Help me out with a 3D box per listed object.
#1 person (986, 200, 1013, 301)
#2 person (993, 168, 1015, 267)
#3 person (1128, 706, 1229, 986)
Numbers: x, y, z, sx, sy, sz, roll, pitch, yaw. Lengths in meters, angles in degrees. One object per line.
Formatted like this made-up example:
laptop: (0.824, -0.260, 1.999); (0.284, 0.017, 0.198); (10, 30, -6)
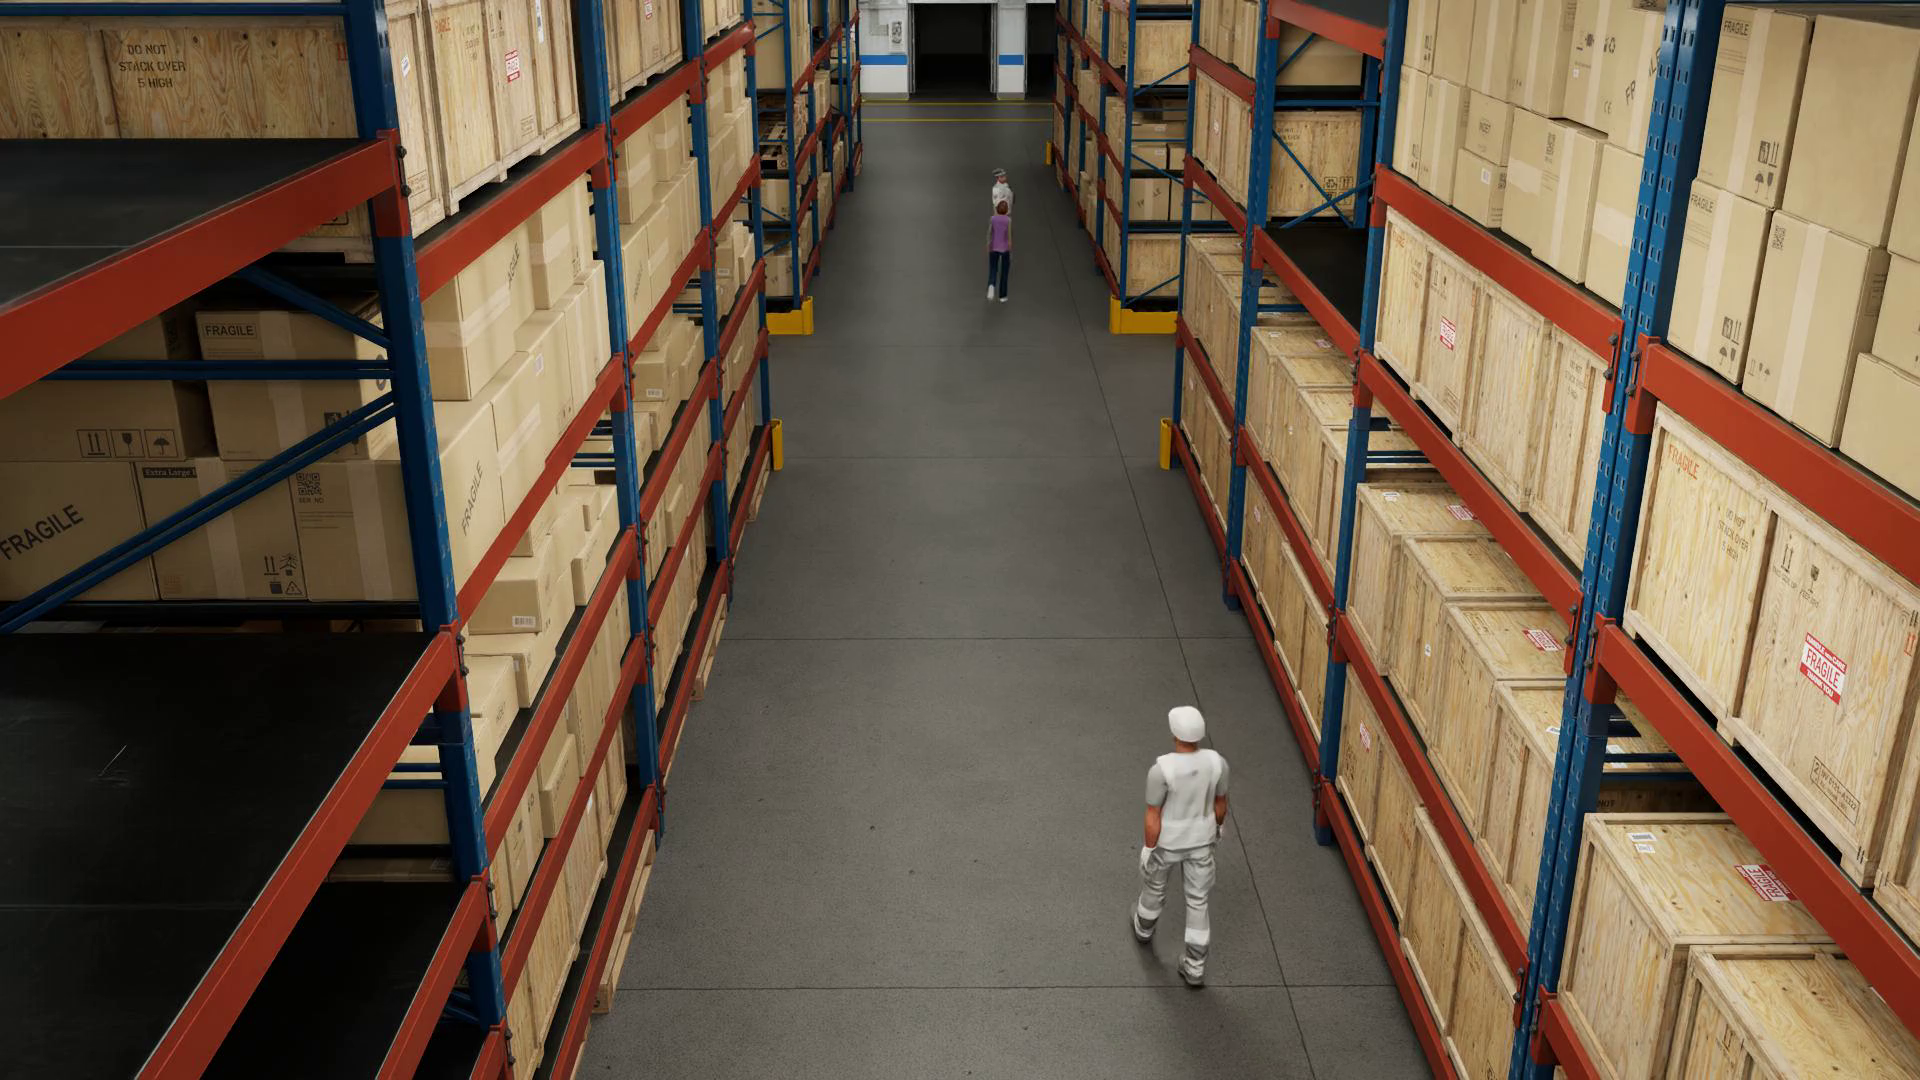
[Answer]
person: (0.614, -4.531, 26.204); (0.426, 1.602, 0.547); (4, 22, 11)
person: (0.734, -5.600, 28.799); (0.388, 1.688, 0.507); (9, 23, 22)
person: (1.320, 1.742, 10.052); (0.541, 1.774, 0.797); (-4, 22, -9)
